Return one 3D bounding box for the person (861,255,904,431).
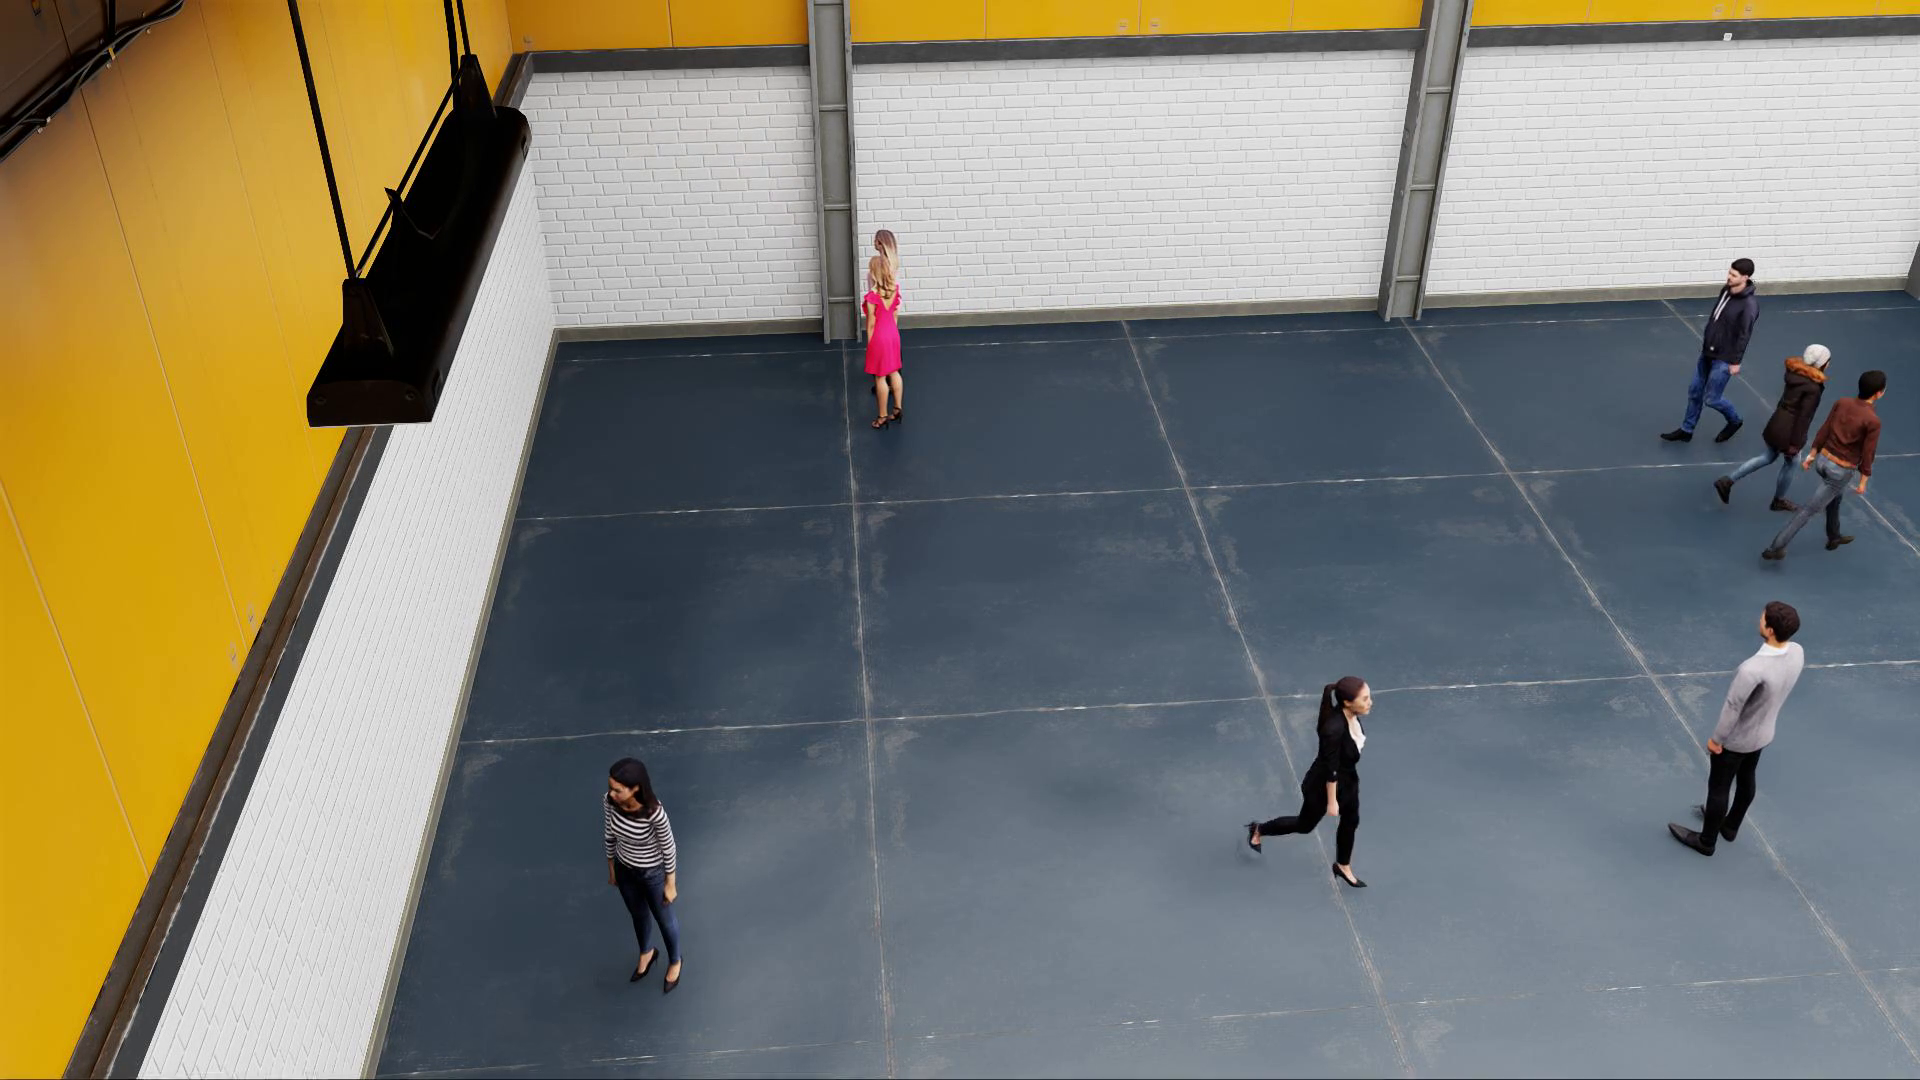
[{"bbox_3d":[-0.704,-1.839,15.512,0.724,1.721,0.666,24,41,32],"label":"person"}]

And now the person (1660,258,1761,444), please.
[{"bbox_3d":[6.997,-1.694,15.152,0.916,1.878,0.672,-3,34,-4],"label":"person"}]

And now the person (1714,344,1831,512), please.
[{"bbox_3d":[7.018,-0.934,14.253,0.993,1.609,0.631,-1,34,-1],"label":"person"}]

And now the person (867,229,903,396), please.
[{"bbox_3d":[-0.701,-2.216,16.110,0.648,1.687,0.668,8,34,12],"label":"person"}]

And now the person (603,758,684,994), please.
[{"bbox_3d":[-1.844,1.958,9.733,0.612,1.794,0.731,14,36,20],"label":"person"}]

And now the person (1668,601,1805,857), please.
[{"bbox_3d":[5.076,1.222,10.727,0.737,1.921,0.881,-20,38,-27],"label":"person"}]

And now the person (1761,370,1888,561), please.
[{"bbox_3d":[7.057,-0.541,13.554,1.240,1.727,0.823,-10,35,-15],"label":"person"}]

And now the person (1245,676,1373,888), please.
[{"bbox_3d":[2.256,1.529,10.531,1.126,1.627,1.012,20,39,28],"label":"person"}]
